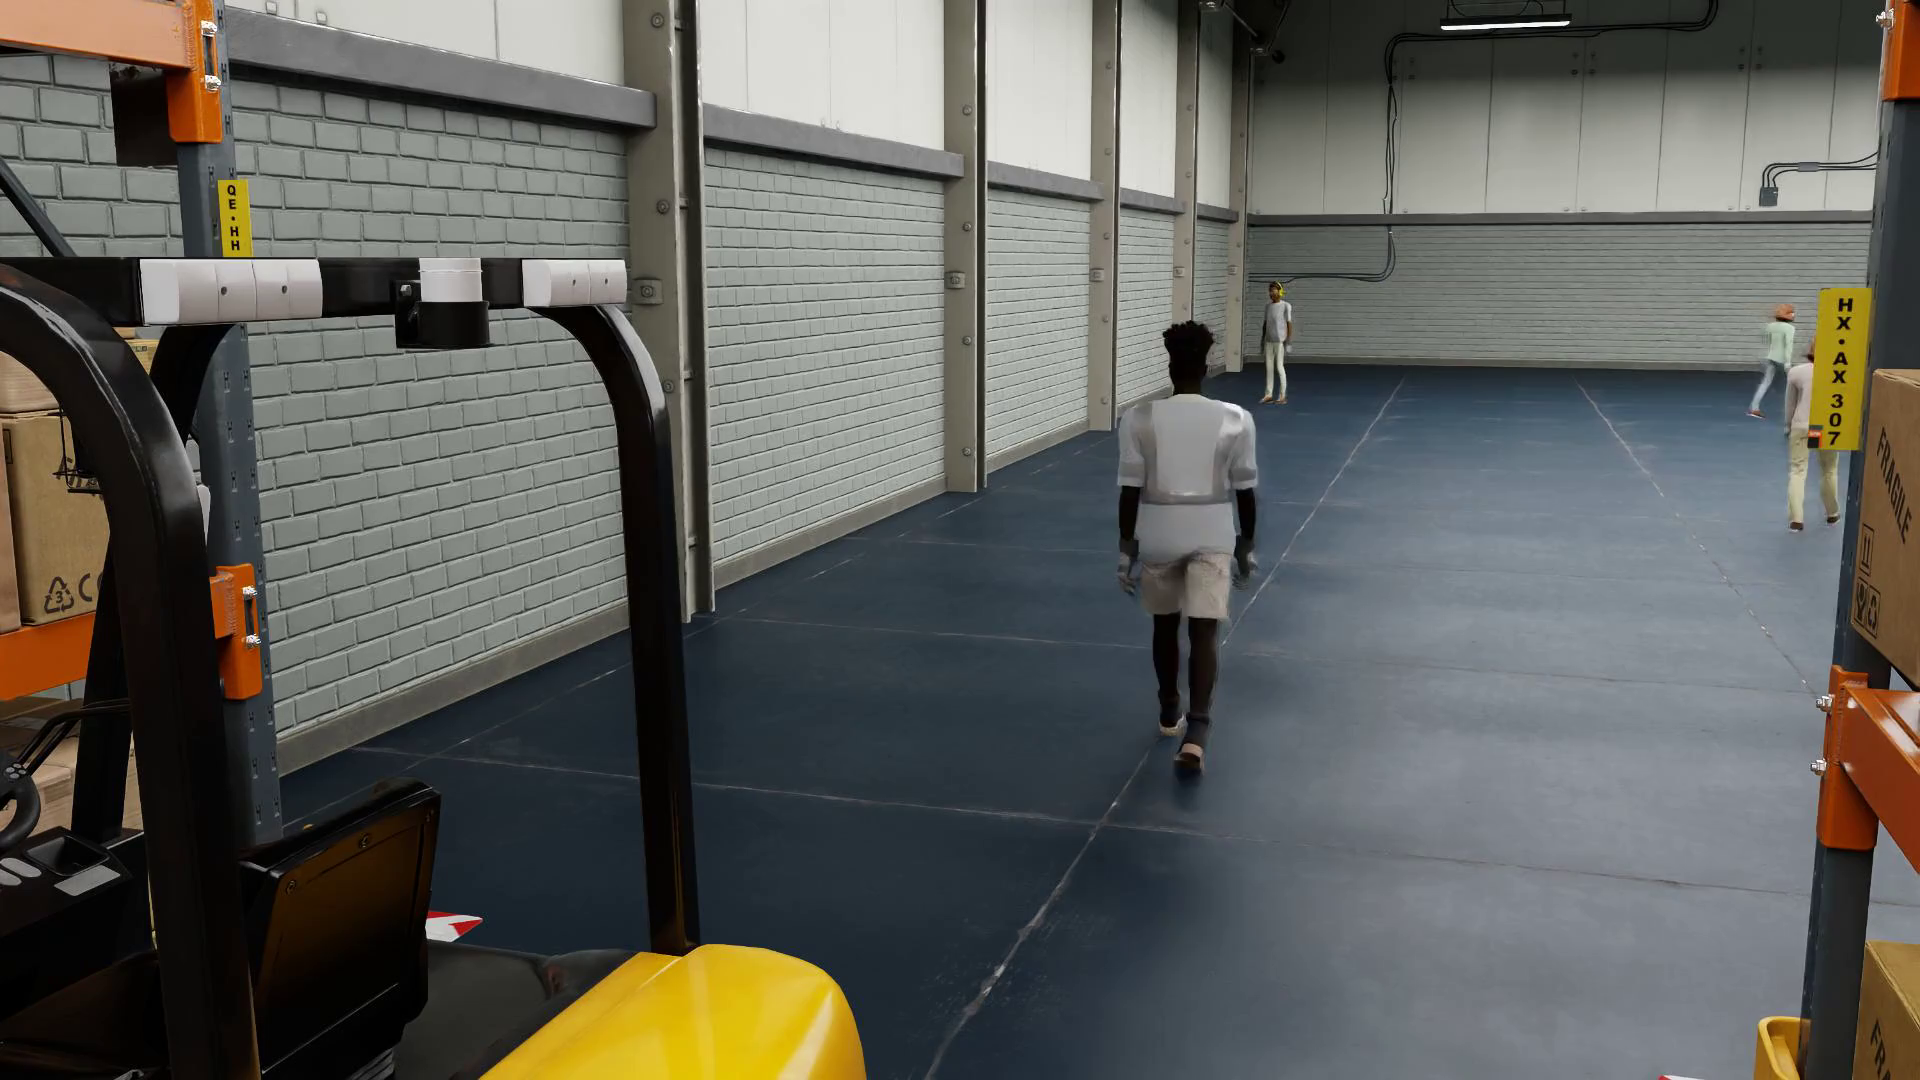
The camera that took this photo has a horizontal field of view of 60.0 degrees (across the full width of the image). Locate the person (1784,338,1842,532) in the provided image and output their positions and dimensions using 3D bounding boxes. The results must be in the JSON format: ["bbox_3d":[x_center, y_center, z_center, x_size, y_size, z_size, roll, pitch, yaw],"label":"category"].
[{"bbox_3d":[6.948,-0.875,13.485,0.513,1.591,0.836,8,12,40],"label":"person"}]

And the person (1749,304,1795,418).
[{"bbox_3d":[11.333,-2.470,22.995,0.841,1.589,0.512,-2,10,-13],"label":"person"}]

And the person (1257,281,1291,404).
[{"bbox_3d":[4.802,-3.005,25.349,0.309,1.868,0.532,-8,13,-41],"label":"person"}]

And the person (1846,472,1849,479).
[{"bbox_3d":[6.395,-0.687,11.382,0.571,1.919,0.473,-1,10,-9],"label":"person"}]

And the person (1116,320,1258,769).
[{"bbox_3d":[0.992,0.000,7.282,0.609,1.925,0.994,1,10,8],"label":"person"}]
